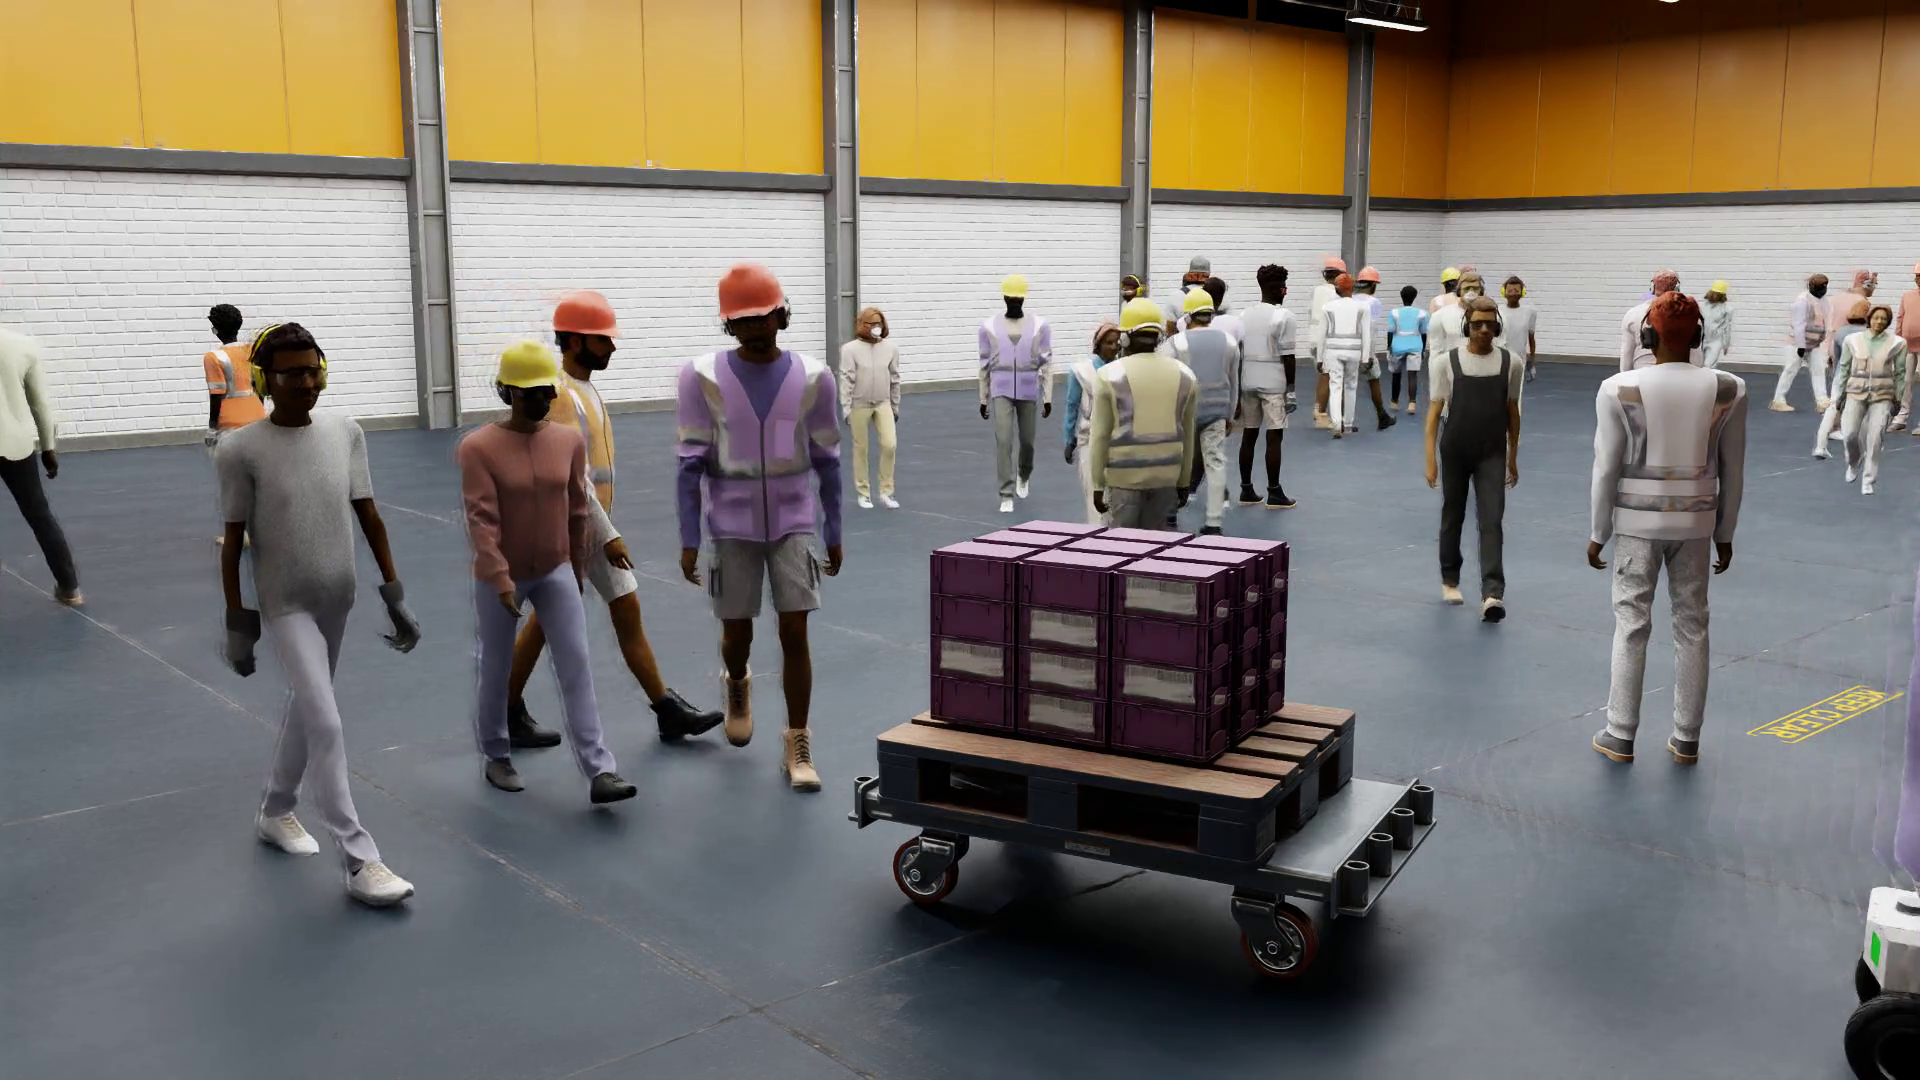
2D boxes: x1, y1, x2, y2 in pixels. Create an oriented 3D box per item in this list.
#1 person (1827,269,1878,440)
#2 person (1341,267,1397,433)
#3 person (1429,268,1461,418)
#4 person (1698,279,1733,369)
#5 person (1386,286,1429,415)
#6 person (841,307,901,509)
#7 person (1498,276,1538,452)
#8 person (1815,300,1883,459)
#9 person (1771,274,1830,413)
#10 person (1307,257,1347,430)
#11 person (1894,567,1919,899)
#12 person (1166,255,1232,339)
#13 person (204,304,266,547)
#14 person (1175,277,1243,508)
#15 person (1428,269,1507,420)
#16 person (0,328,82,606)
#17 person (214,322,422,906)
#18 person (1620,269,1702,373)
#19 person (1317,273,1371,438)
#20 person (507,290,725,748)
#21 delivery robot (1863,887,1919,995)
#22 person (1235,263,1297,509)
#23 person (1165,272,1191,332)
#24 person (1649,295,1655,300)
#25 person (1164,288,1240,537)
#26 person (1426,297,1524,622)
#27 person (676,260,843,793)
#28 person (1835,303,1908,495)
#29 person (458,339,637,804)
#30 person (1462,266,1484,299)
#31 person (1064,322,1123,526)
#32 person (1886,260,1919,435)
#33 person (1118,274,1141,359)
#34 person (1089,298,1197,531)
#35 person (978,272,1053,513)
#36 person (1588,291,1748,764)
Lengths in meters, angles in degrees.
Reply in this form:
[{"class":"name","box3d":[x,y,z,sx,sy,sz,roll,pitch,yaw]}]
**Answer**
[{"class":"person","box3d":[9.814,-2.015,18.195,0.634,1.877,0.684,2,10,9]},{"class":"person","box3d":[4.690,-2.186,19.169,0.952,1.886,0.536,-8,12,-38]},{"class":"person","box3d":[6.055,-2.384,20.402,0.645,1.860,1.032,1,10,7]},{"class":"person","box3d":[10.205,-2.675,22.530,0.684,1.712,0.503,-7,12,-37]},{"class":"person","box3d":[5.751,-2.442,21.402,0.534,1.642,0.886,1,10,8]},{"class":"person","box3d":[-0.696,-1.035,13.227,0.527,1.614,0.562,-3,10,-19]},{"class":"person","box3d":[5.720,-1.833,17.342,0.557,1.815,0.996,3,10,17]},{"class":"person","box3d":[8.902,-1.593,16.597,0.905,1.582,0.512,-5,11,-26]},{"class":"person","box3d":[10.942,-2.517,21.407,0.656,1.787,0.920,-5,11,-28]},{"class":"person","box3d":[4.289,-2.299,19.505,0.615,1.999,0.677,-7,12,-36]},{"class":"person","box3d":[1.829,0.588,2.842,0.428,1.919,0.654,8,12,39]},{"class":"person","box3d":[2.485,-1.962,17.429,0.688,2.000,0.536,0,10,3]},{"class":"person","box3d":[-5.057,-0.800,11.639,0.321,1.694,0.529,3,10,20]},{"class":"person","box3d":[2.011,-1.189,13.462,0.583,1.857,1.024,-3,10,-16]},{"class":"person","box3d":[4.260,-1.314,14.017,0.635,1.920,0.765,2,10,11]},{"class":"person","box3d":[-5.353,-0.522,9.267,0.521,1.958,0.745,7,12,35]},{"class":"person","box3d":[-2.086,0.211,5.359,0.980,1.823,0.512,7,12,34]},{"class":"person","box3d":[5.943,-1.333,14.137,0.642,1.909,0.410,4,11,24]},{"class":"person","box3d":[4.291,-2.062,18.624,0.579,1.840,0.973,2,10,12]},{"class":"person","box3d":[-1.512,-0.062,6.767,0.982,1.888,0.551,1,10,8]},{"class":"delivery robot","box3d":[2.566,1.031,3.975,0.707,0.478,0.477,6,11,31]},{"class":"person","box3d":[2.457,-1.231,13.370,0.374,1.963,0.608,-8,13,-40]},{"class":"person","box3d":[2.924,-2.507,21.230,0.656,1.828,0.468,6,11,29]},{"class":"person","box3d":[9.509,-2.752,22.746,0.385,1.811,0.676,2,10,12]},{"class":"person","box3d":[1.716,-0.924,12.079,0.618,1.782,0.937,-2,10,-11]},{"class":"person","box3d":[2.895,-0.462,9.367,0.540,1.788,0.981,2,10,9]},{"class":"person","box3d":[-0.768,-0.064,6.429,0.658,2.014,0.657,-2,10,-13]},{"class":"person","box3d":[7.786,-1.210,14.221,0.525,1.624,0.432,6,11,31]},{"class":"person","box3d":[-1.540,0.135,6.081,0.524,1.716,0.883,-8,13,-40]},{"class":"person","box3d":[7.534,-3.174,24.992,0.645,1.881,0.765,10,14,44]},{"class":"person","box3d":[0.961,-0.612,10.830,0.519,1.581,0.867,-2,10,-11]},{"class":"person","box3d":[10.880,-2.186,18.868,0.379,1.996,0.611,-5,11,-28]},{"class":"person","box3d":[1.979,-2.064,18.666,0.598,1.831,0.562,-4,11,-24]},{"class":"person","box3d":[0.956,-0.333,8.563,0.602,1.816,0.622,-3,10,-20]},{"class":"person","box3d":[0.447,-1.205,13.427,0.595,1.903,0.834,0,10,-1]},{"class":"person","box3d":[2.794,-0.036,6.622,0.574,1.880,0.356,1,10,7]}]
